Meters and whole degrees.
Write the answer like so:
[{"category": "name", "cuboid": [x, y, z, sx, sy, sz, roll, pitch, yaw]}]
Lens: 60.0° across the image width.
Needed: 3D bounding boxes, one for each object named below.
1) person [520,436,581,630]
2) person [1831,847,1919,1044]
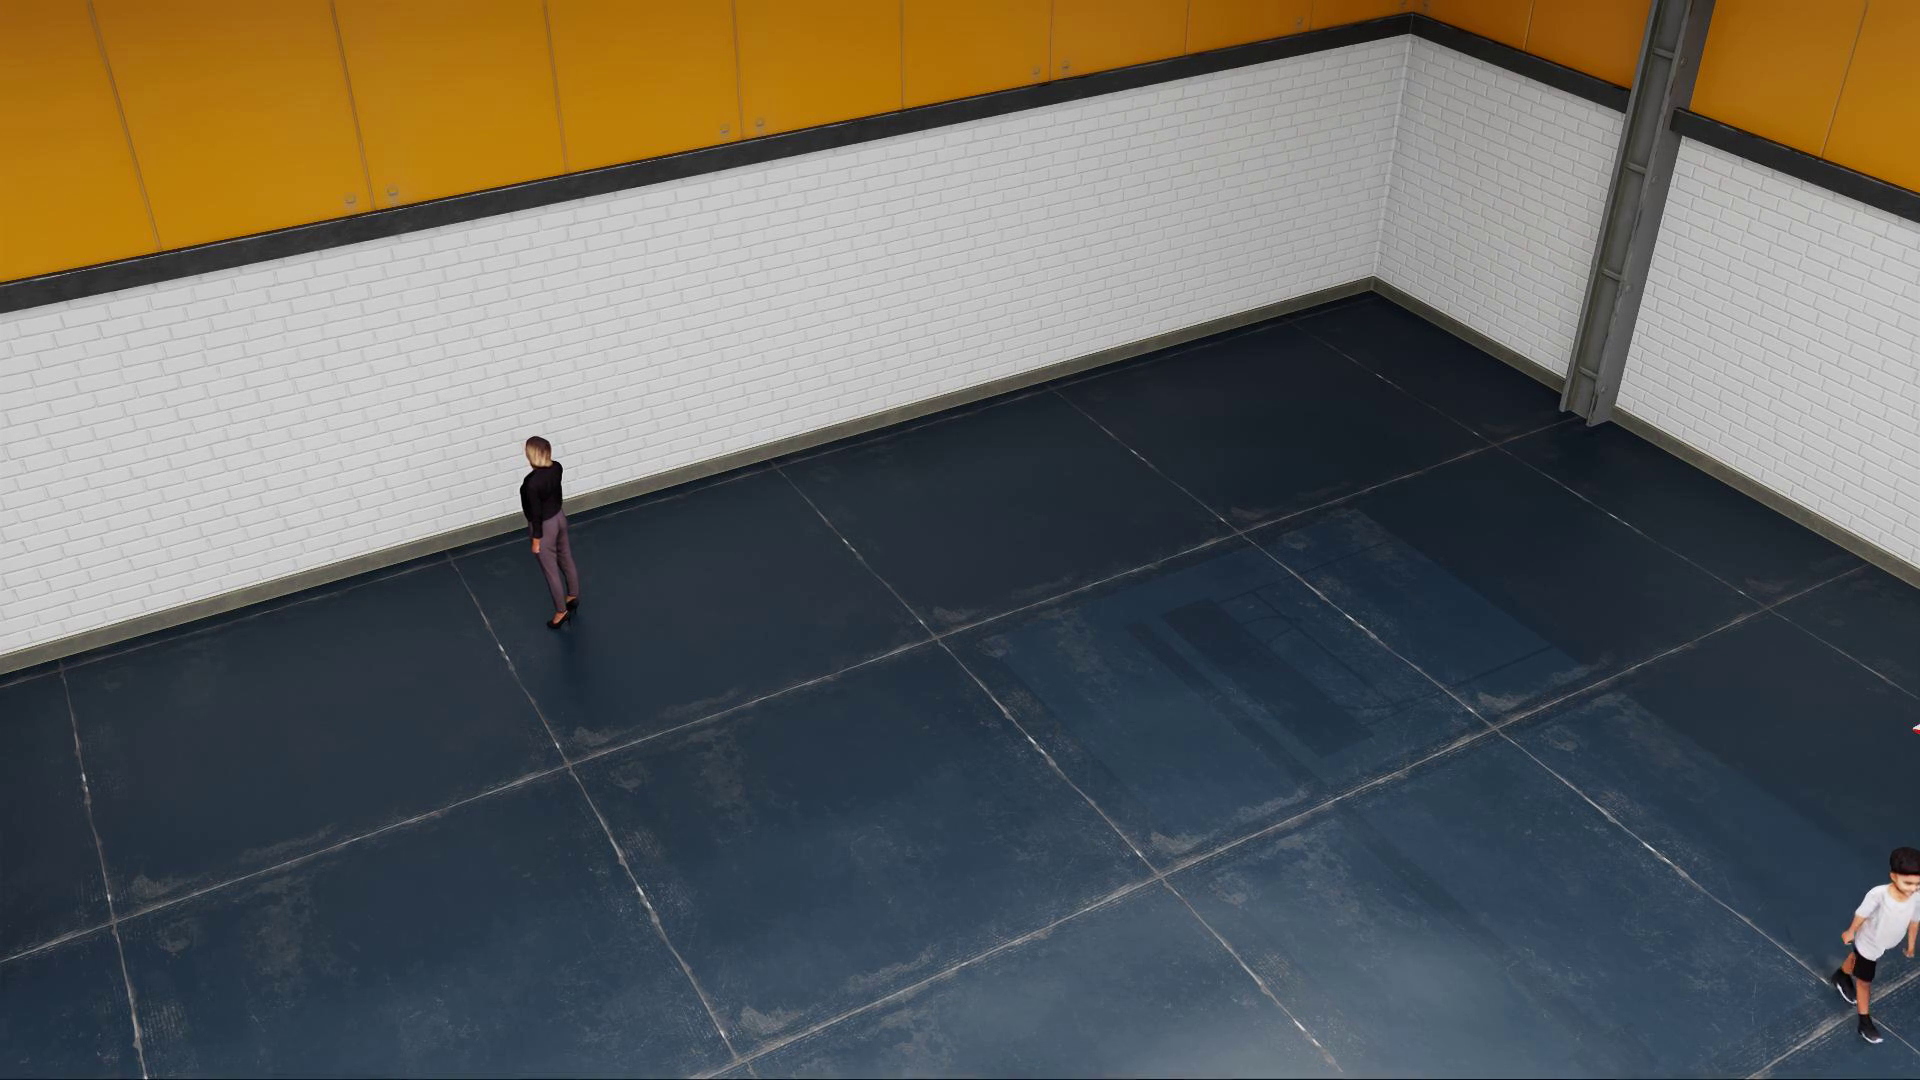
[{"category": "person", "cuboid": [-3.153, -0.065, 12.815, 0.729, 1.671, 0.675, 10, 35, 14]}, {"category": "person", "cuboid": [5.349, 2.247, 9.728, 0.723, 1.236, 0.893, -2, 34, -3]}]
